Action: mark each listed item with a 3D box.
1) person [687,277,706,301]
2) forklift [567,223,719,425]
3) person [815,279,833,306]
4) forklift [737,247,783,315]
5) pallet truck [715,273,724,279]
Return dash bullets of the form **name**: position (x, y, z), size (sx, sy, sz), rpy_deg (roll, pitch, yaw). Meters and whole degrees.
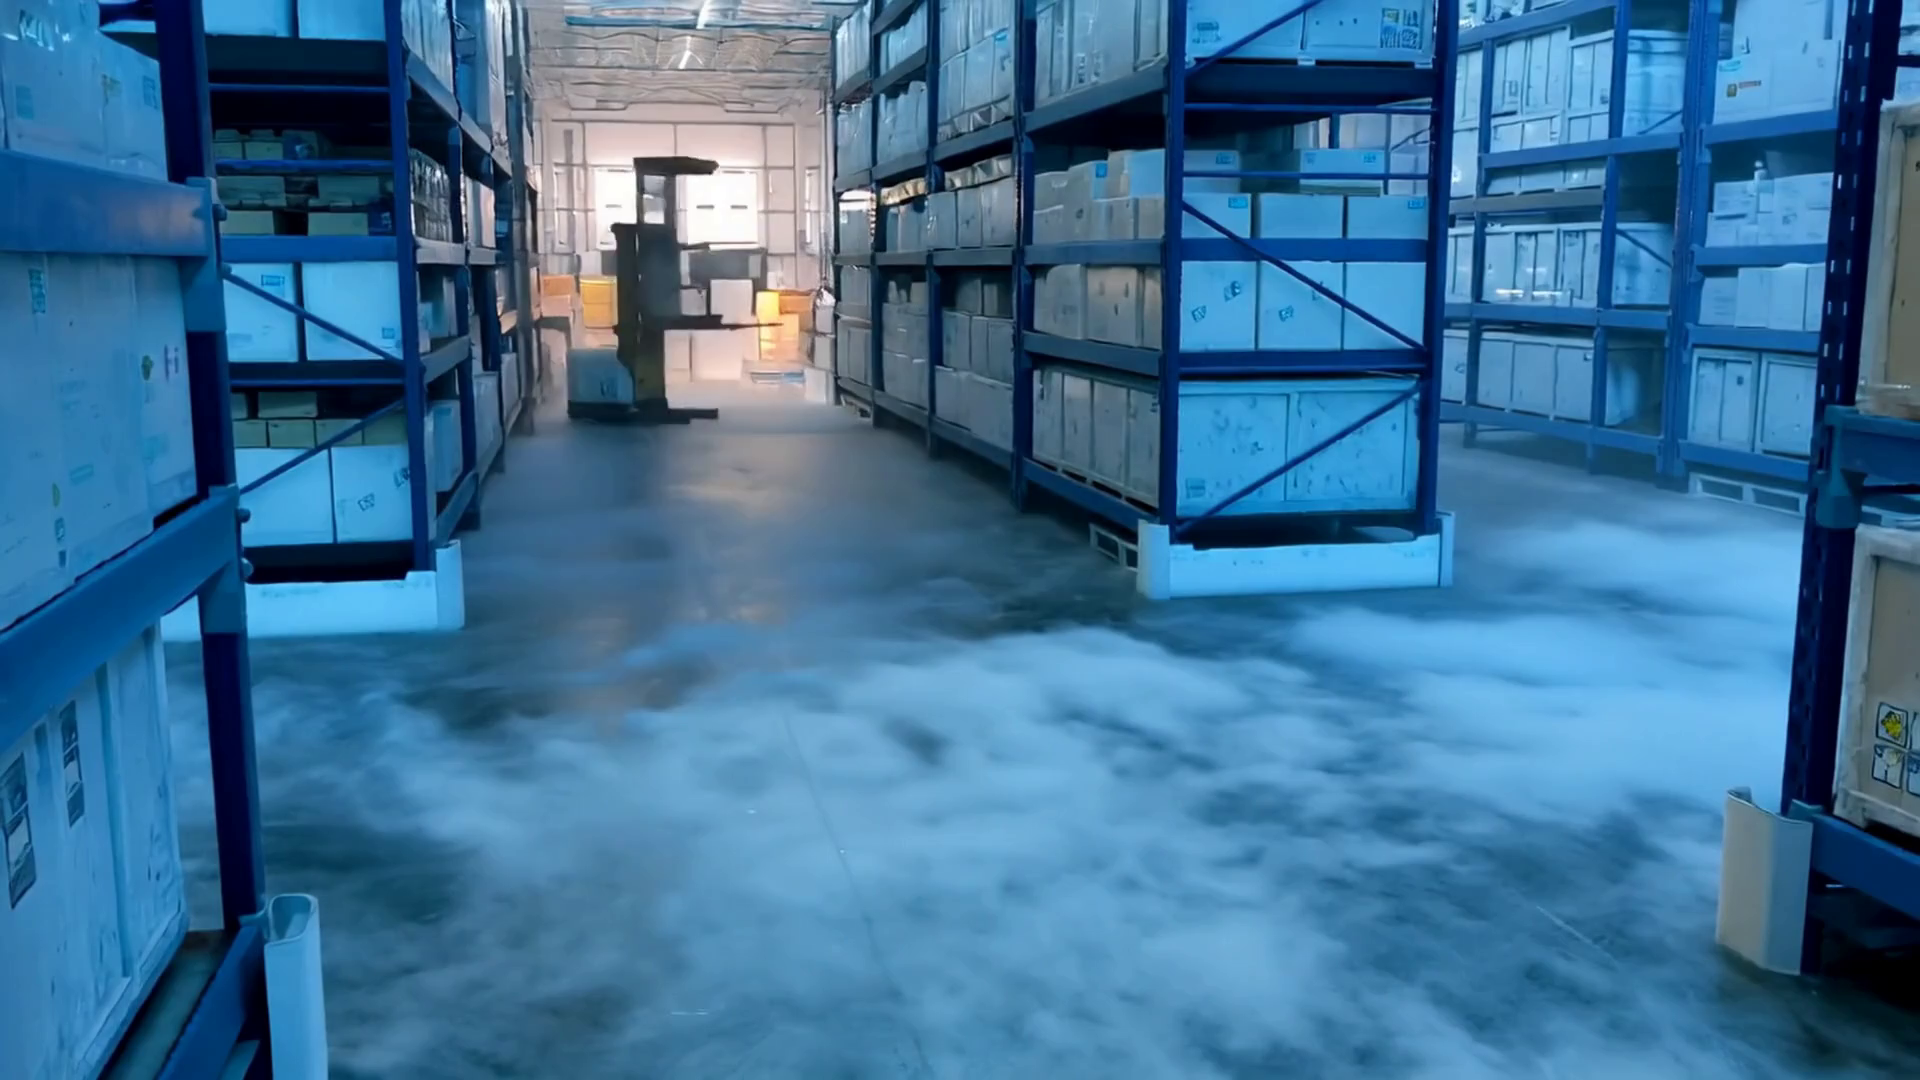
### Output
- **person**: position (-8.103, -7.097, 50.974), size (0.637, 1.932, 0.363), rpy_deg (1, 9, 7)
- **forklift**: position (-4.539, -3.072, 23.547), size (1.873, 2.768, 1.129), rpy_deg (2, 10, 15)
- **person**: position (-3.596, -5.981, 44.285), size (0.569, 1.893, 0.674), rpy_deg (-7, 12, -37)
- **forklift**: position (-6.372, -7.628, 51.320), size (1.129, 2.768, 1.873), rpy_deg (-7, 12, -38)
- **pallet truck**: position (-8.580, -8.986, 62.280), size (1.885, 1.965, 0.823), rpy_deg (1, 9, 5)
